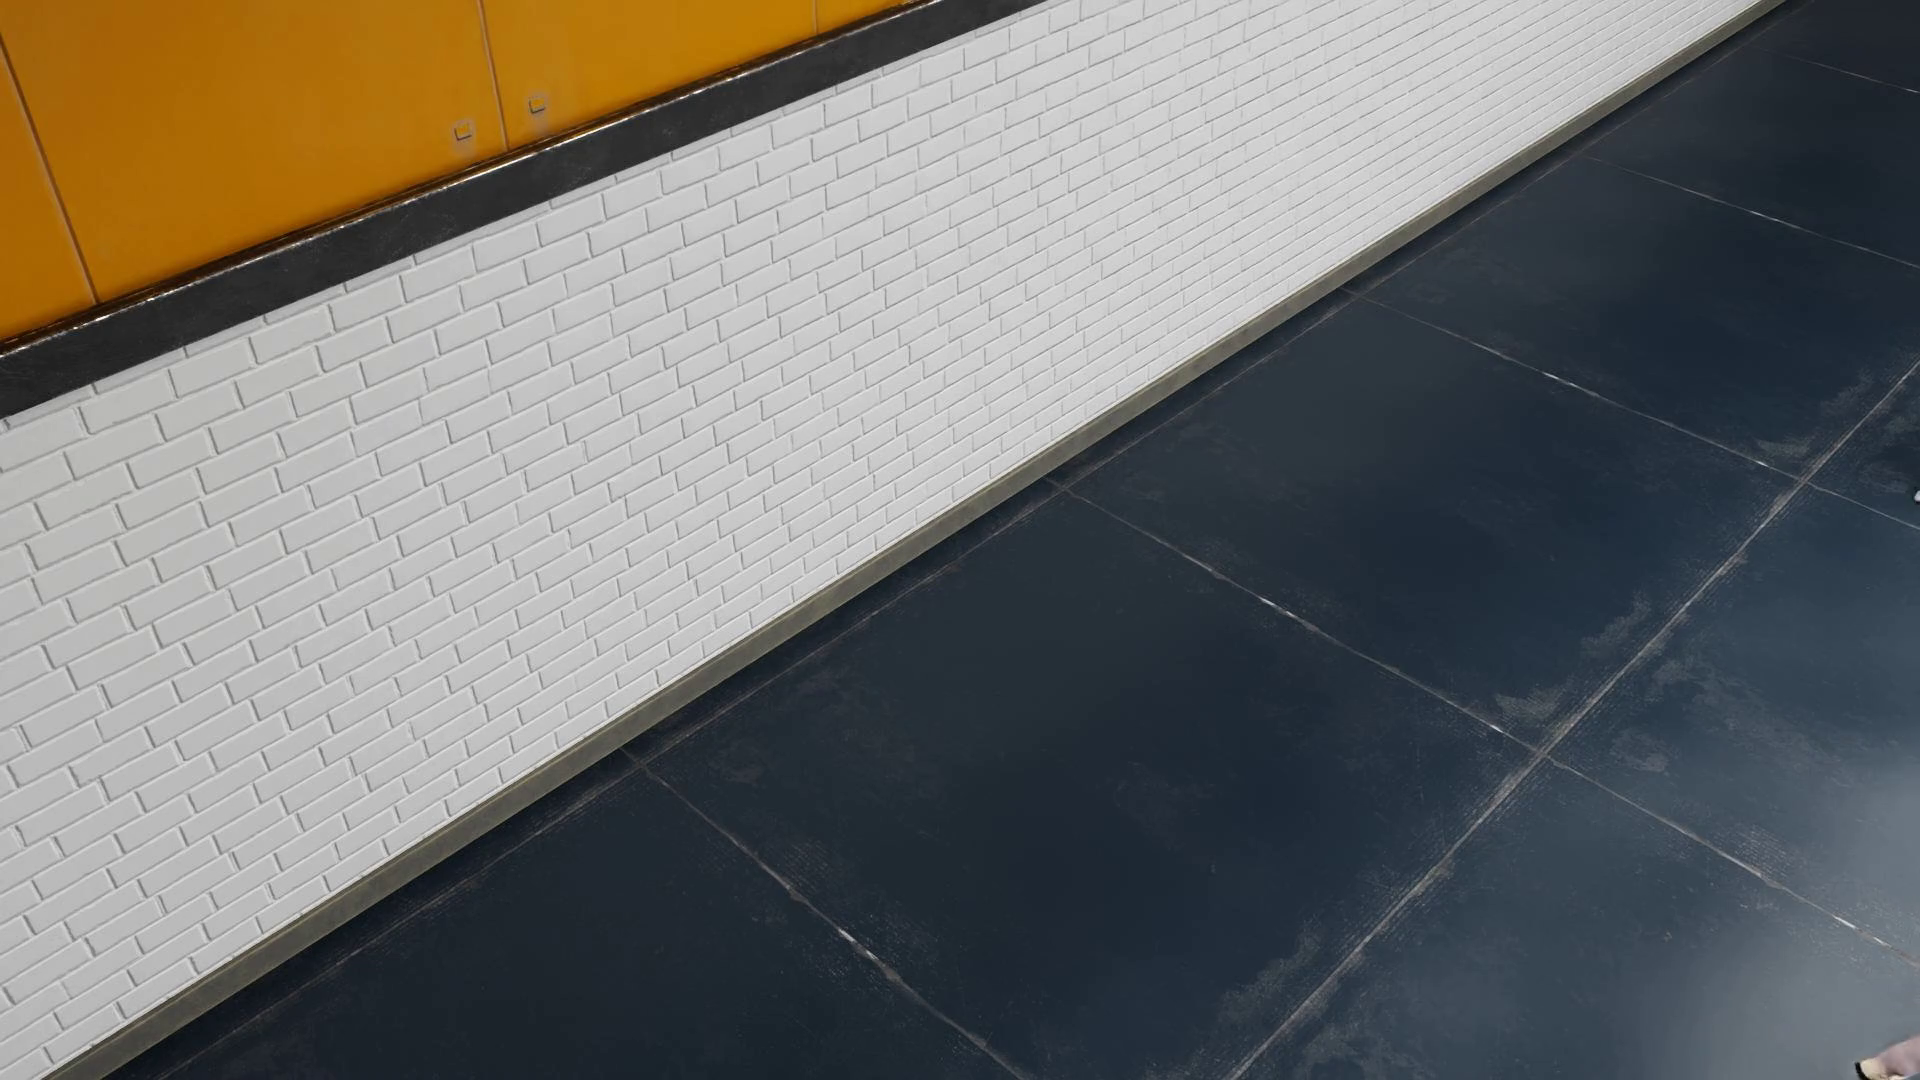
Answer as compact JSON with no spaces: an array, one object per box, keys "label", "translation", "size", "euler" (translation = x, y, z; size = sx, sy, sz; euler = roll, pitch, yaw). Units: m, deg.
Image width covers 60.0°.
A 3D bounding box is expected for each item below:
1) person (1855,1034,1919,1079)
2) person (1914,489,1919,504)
[{"label":"person","translation":[3.892,1.497,5.907],"size":[0.930,1.697,0.527],"euler":[6,39,7]},{"label":"person","translation":[5.591,-0.918,8.976],"size":[0.523,1.619,0.453],"euler":[31,48,33]}]
